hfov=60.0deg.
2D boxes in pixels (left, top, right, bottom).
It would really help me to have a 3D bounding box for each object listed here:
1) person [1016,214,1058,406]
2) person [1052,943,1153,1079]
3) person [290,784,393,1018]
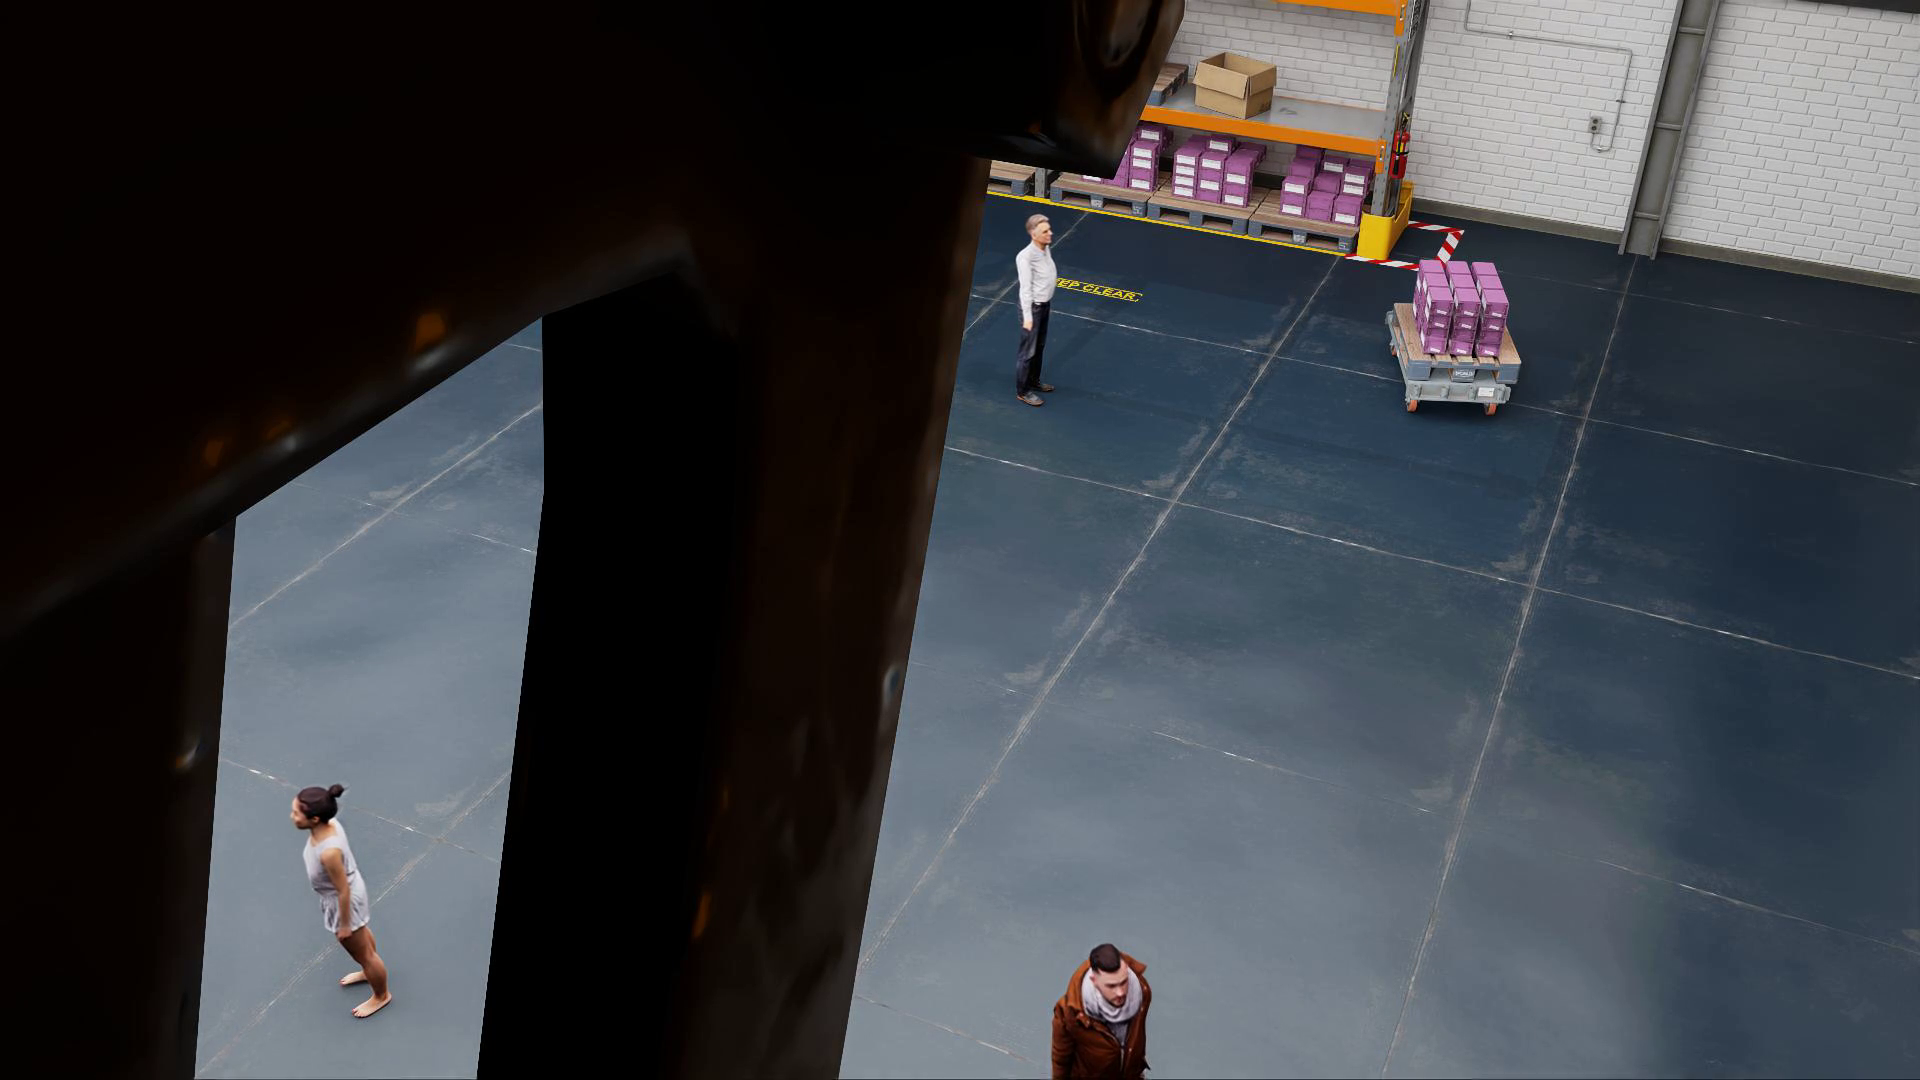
[{"bbox_3d":[0.693,-2.157,15.367,0.549,1.820,0.646,15,37,22],"label":"person"},{"bbox_3d":[0.670,2.645,8.127,0.841,1.838,0.881,-17,37,-24],"label":"person"},{"bbox_3d":[-3.457,1.999,9.307,0.709,1.607,0.623,-17,37,-24],"label":"person"}]
